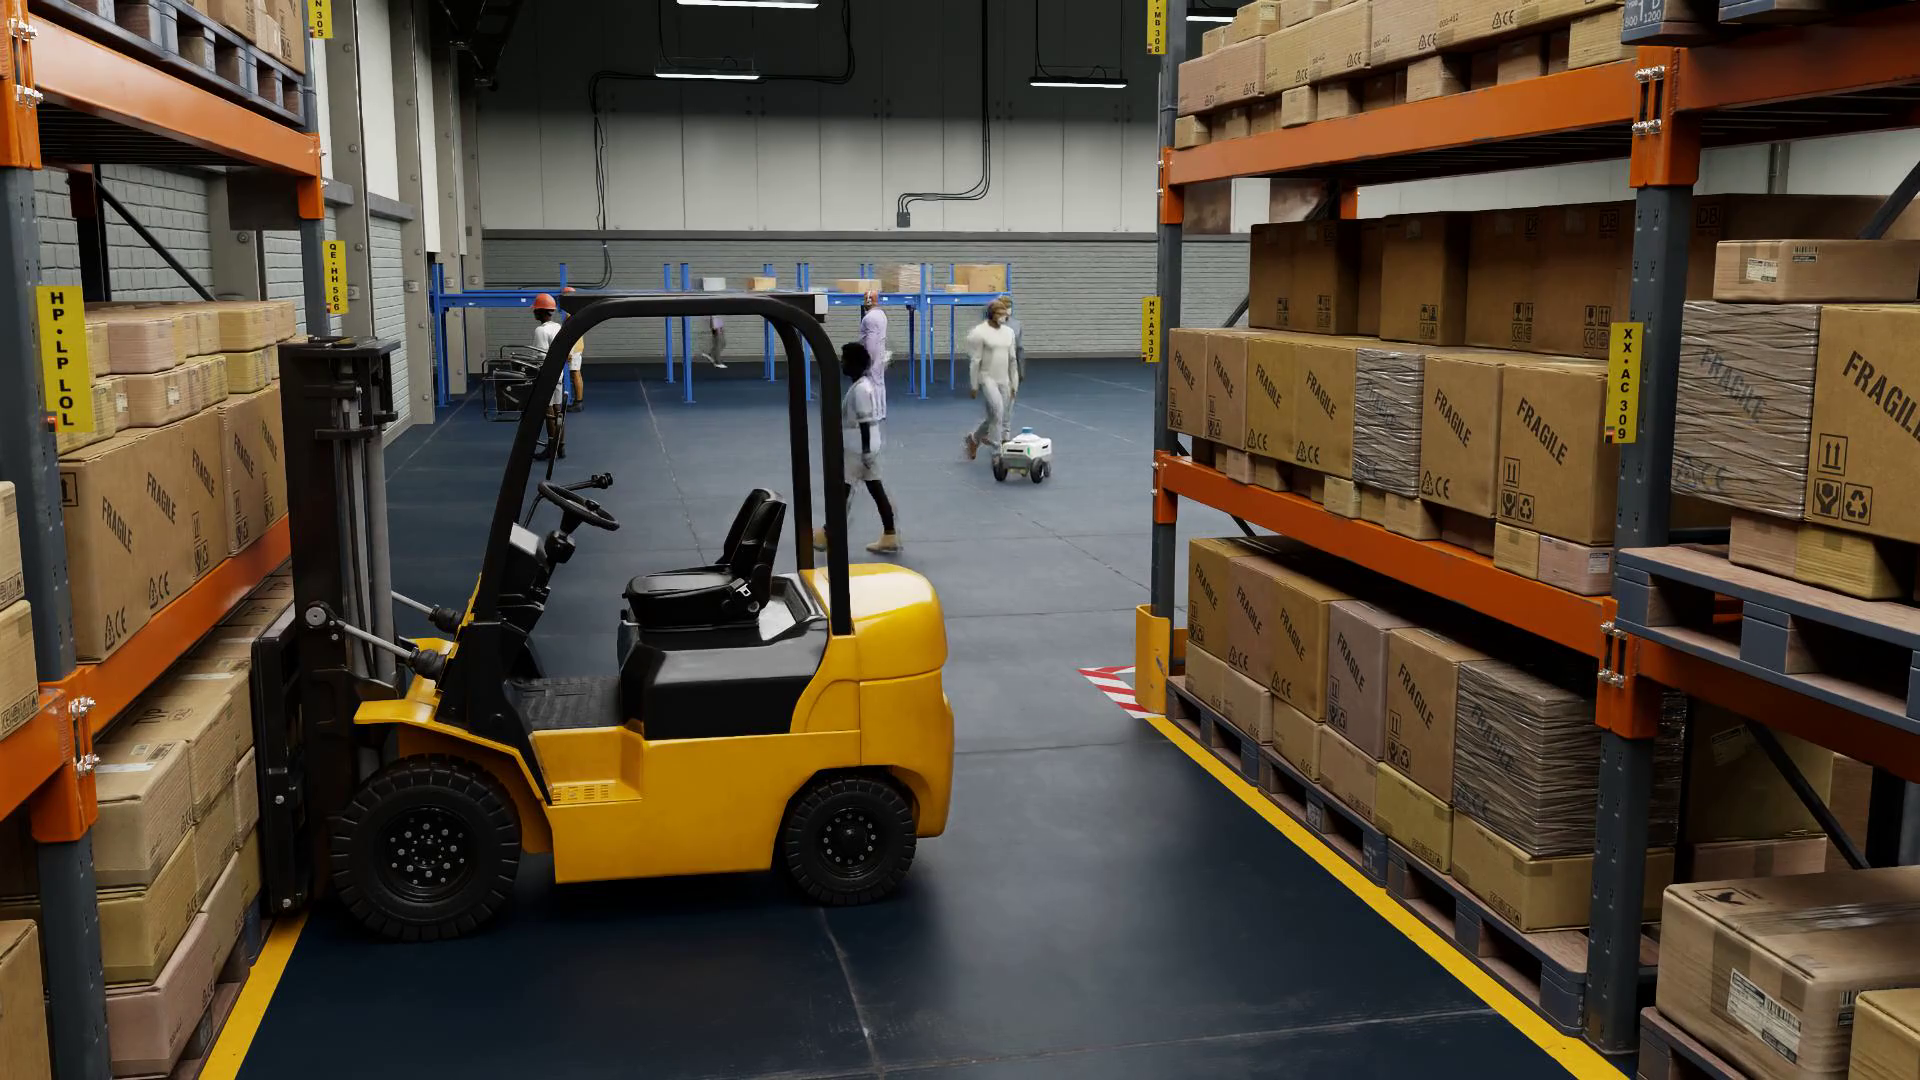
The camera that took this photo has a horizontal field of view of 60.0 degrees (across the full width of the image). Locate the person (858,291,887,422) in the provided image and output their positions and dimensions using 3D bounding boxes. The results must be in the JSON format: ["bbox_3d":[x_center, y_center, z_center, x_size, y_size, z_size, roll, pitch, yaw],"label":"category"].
[{"bbox_3d":[-1.292,-2.689,24.345,0.401,1.906,0.649,2,10,13],"label":"person"}]

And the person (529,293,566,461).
[{"bbox_3d":[-4.845,-1.915,19.523,0.352,1.942,0.545,2,9,10],"label":"person"}]

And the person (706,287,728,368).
[{"bbox_3d":[-5.420,-4.799,37.208,0.486,1.905,0.618,2,10,13],"label":"person"}]

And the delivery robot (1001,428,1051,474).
[{"bbox_3d":[0.710,-0.957,17.744,0.477,0.478,0.707,4,10,22],"label":"delivery robot"}]

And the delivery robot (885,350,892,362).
[{"bbox_3d":[-1.868,-4.052,36.607,0.707,0.478,0.477,2,10,9],"label":"delivery robot"}]

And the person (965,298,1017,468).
[{"bbox_3d":[0.331,-1.771,18.777,0.635,1.908,0.851,-8,12,-41],"label":"person"}]

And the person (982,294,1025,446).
[{"bbox_3d":[0.529,-2.081,20.611,0.629,1.926,0.441,-6,11,-34],"label":"person"}]

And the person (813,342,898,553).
[{"bbox_3d":[-0.882,-0.717,13.080,0.857,1.658,0.542,0,9,2],"label":"person"}]

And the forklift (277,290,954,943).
[{"bbox_3d":[-1.179,0.175,6.143,2.313,2.155,1.214,-2,10,-12],"label":"forklift"}]

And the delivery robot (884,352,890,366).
[{"bbox_3d":[-1.867,-3.916,35.776,0.707,0.478,0.477,1,9,3],"label":"delivery robot"}]

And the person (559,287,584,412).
[{"bbox_3d":[-6.081,-2.983,26.040,0.360,1.939,0.543,-1,9,-5],"label":"person"}]
